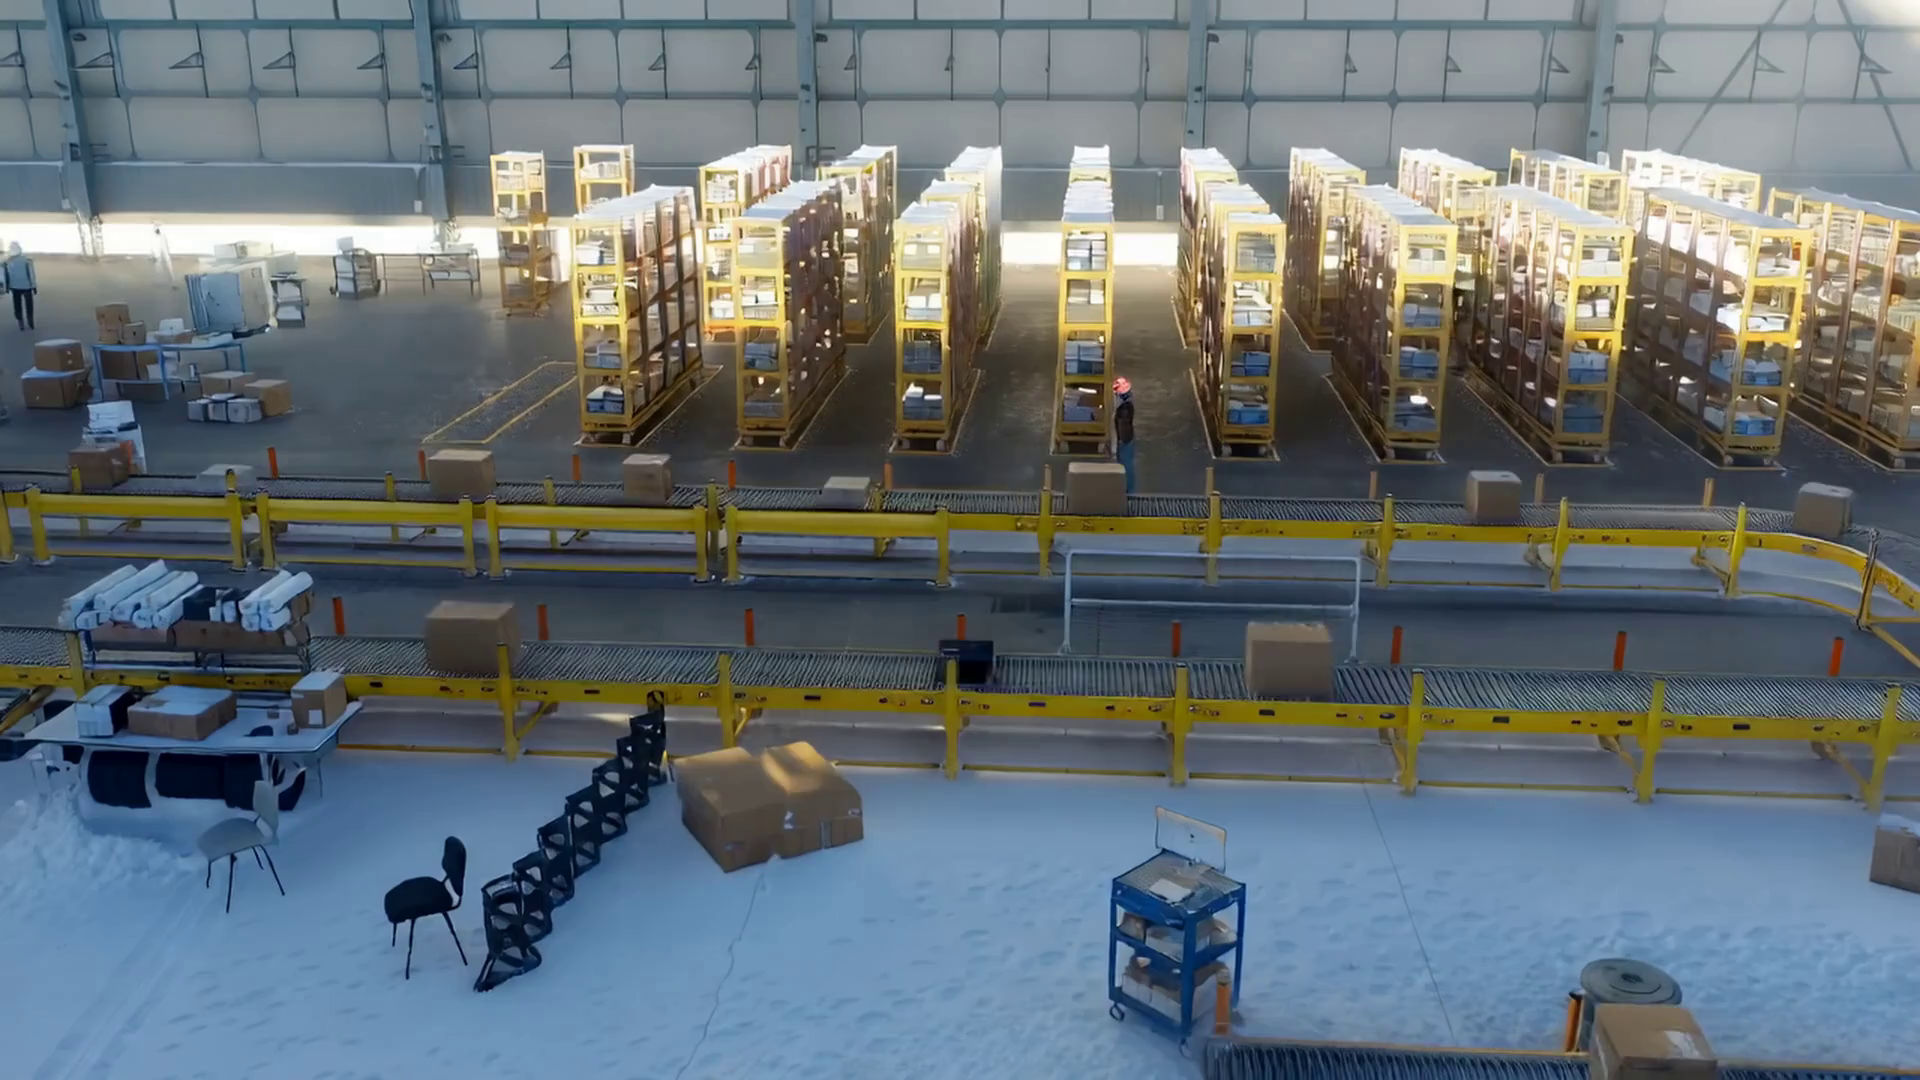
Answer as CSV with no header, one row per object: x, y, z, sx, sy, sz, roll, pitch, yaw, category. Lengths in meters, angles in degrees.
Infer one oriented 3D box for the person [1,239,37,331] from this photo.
-20.079,-5.431,35.544,0.611,1.980,0.654,-7,19,-21,person

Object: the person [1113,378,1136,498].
2.266,-1.384,23.078,0.328,1.760,0.523,-1,18,-3,person

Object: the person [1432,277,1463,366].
9.347,-4.265,32.138,0.946,1.796,0.568,8,19,25,person

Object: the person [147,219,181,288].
-19.862,-7.104,41.302,0.912,1.708,0.556,11,20,30,person

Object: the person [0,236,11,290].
-23.935,-7.116,41.048,1.004,1.910,0.620,3,18,8,person
